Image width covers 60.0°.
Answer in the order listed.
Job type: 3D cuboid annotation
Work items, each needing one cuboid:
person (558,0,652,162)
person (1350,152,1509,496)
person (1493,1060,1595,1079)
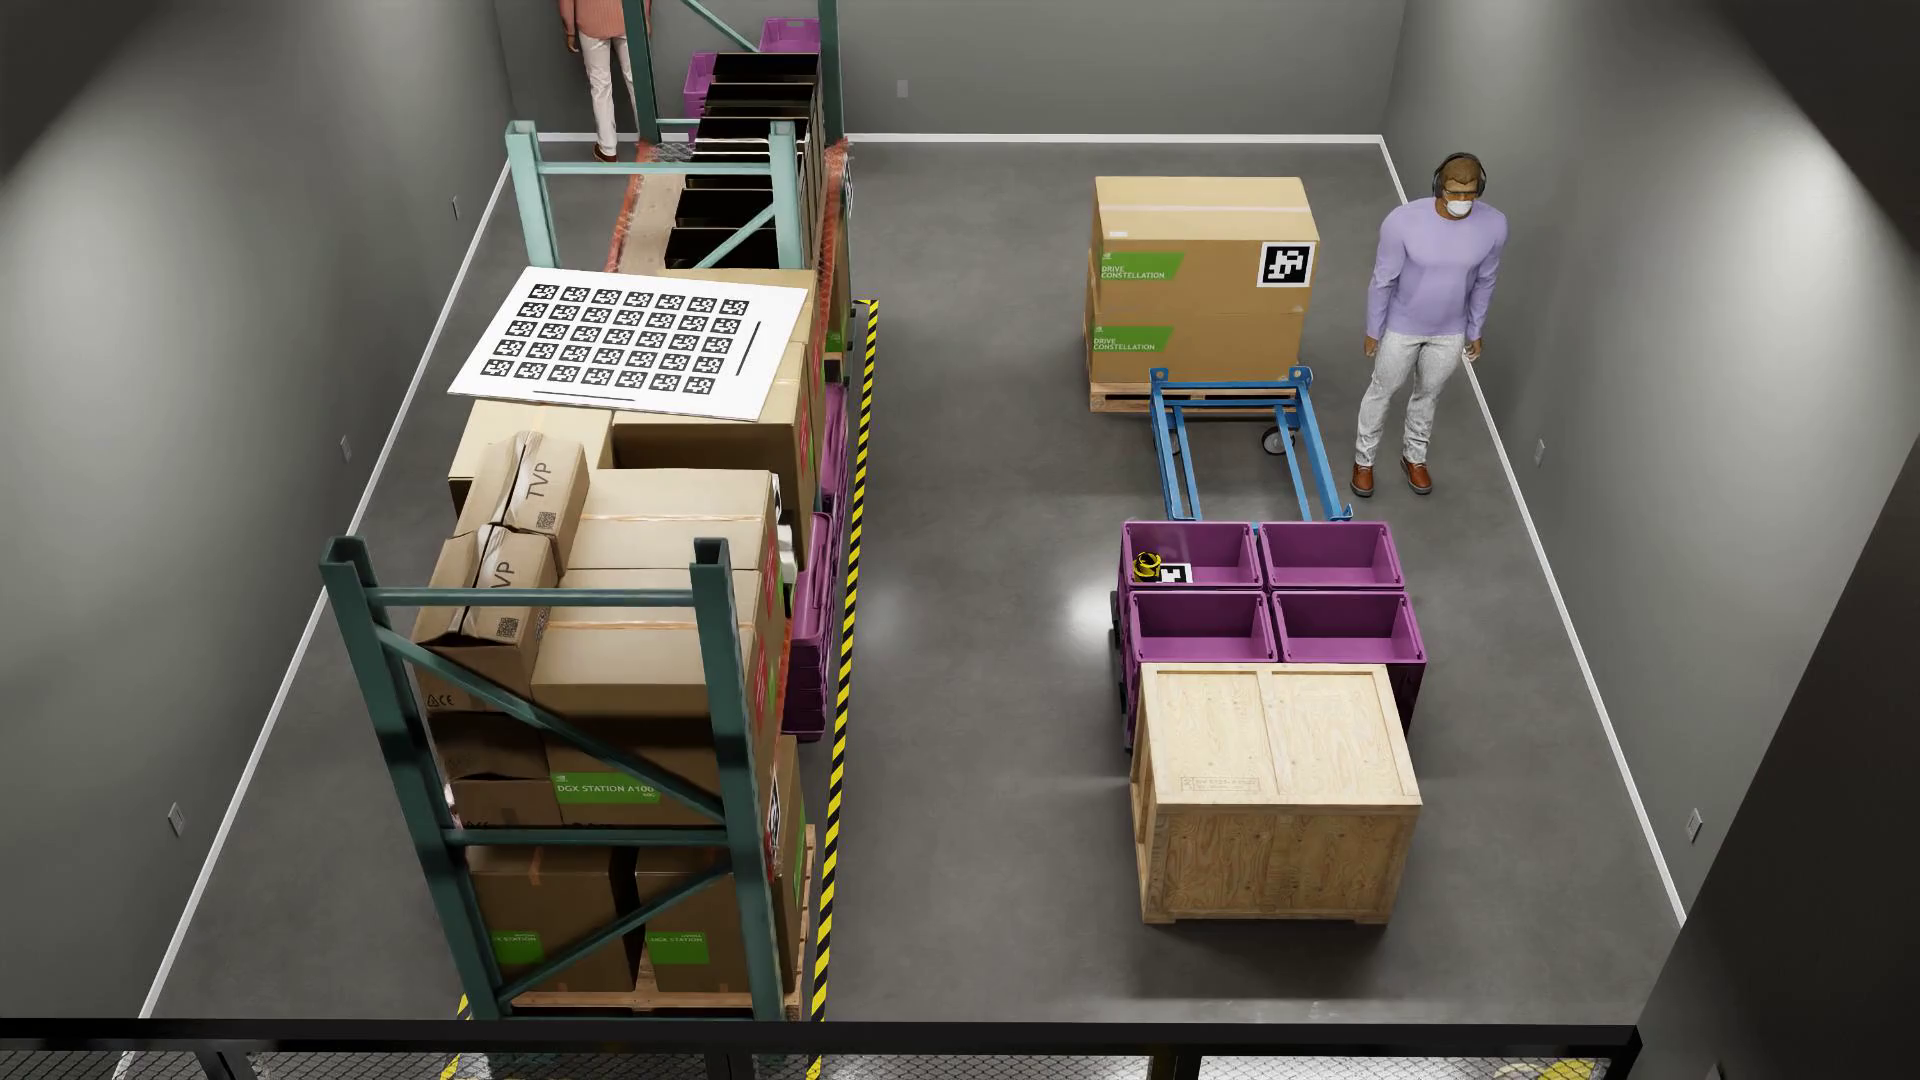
[{"bbox_3d":[-2.329,-3.422,10.975,0.612,1.995,0.379,-16,44,-18],"label":"person"},{"bbox_3d":[2.329,-1.061,8.323,0.627,1.941,0.371,-1,41,-1],"label":"person"},{"bbox_3d":[1.609,2.065,4.837,0.404,1.835,0.586,6,42,6],"label":"person"}]
